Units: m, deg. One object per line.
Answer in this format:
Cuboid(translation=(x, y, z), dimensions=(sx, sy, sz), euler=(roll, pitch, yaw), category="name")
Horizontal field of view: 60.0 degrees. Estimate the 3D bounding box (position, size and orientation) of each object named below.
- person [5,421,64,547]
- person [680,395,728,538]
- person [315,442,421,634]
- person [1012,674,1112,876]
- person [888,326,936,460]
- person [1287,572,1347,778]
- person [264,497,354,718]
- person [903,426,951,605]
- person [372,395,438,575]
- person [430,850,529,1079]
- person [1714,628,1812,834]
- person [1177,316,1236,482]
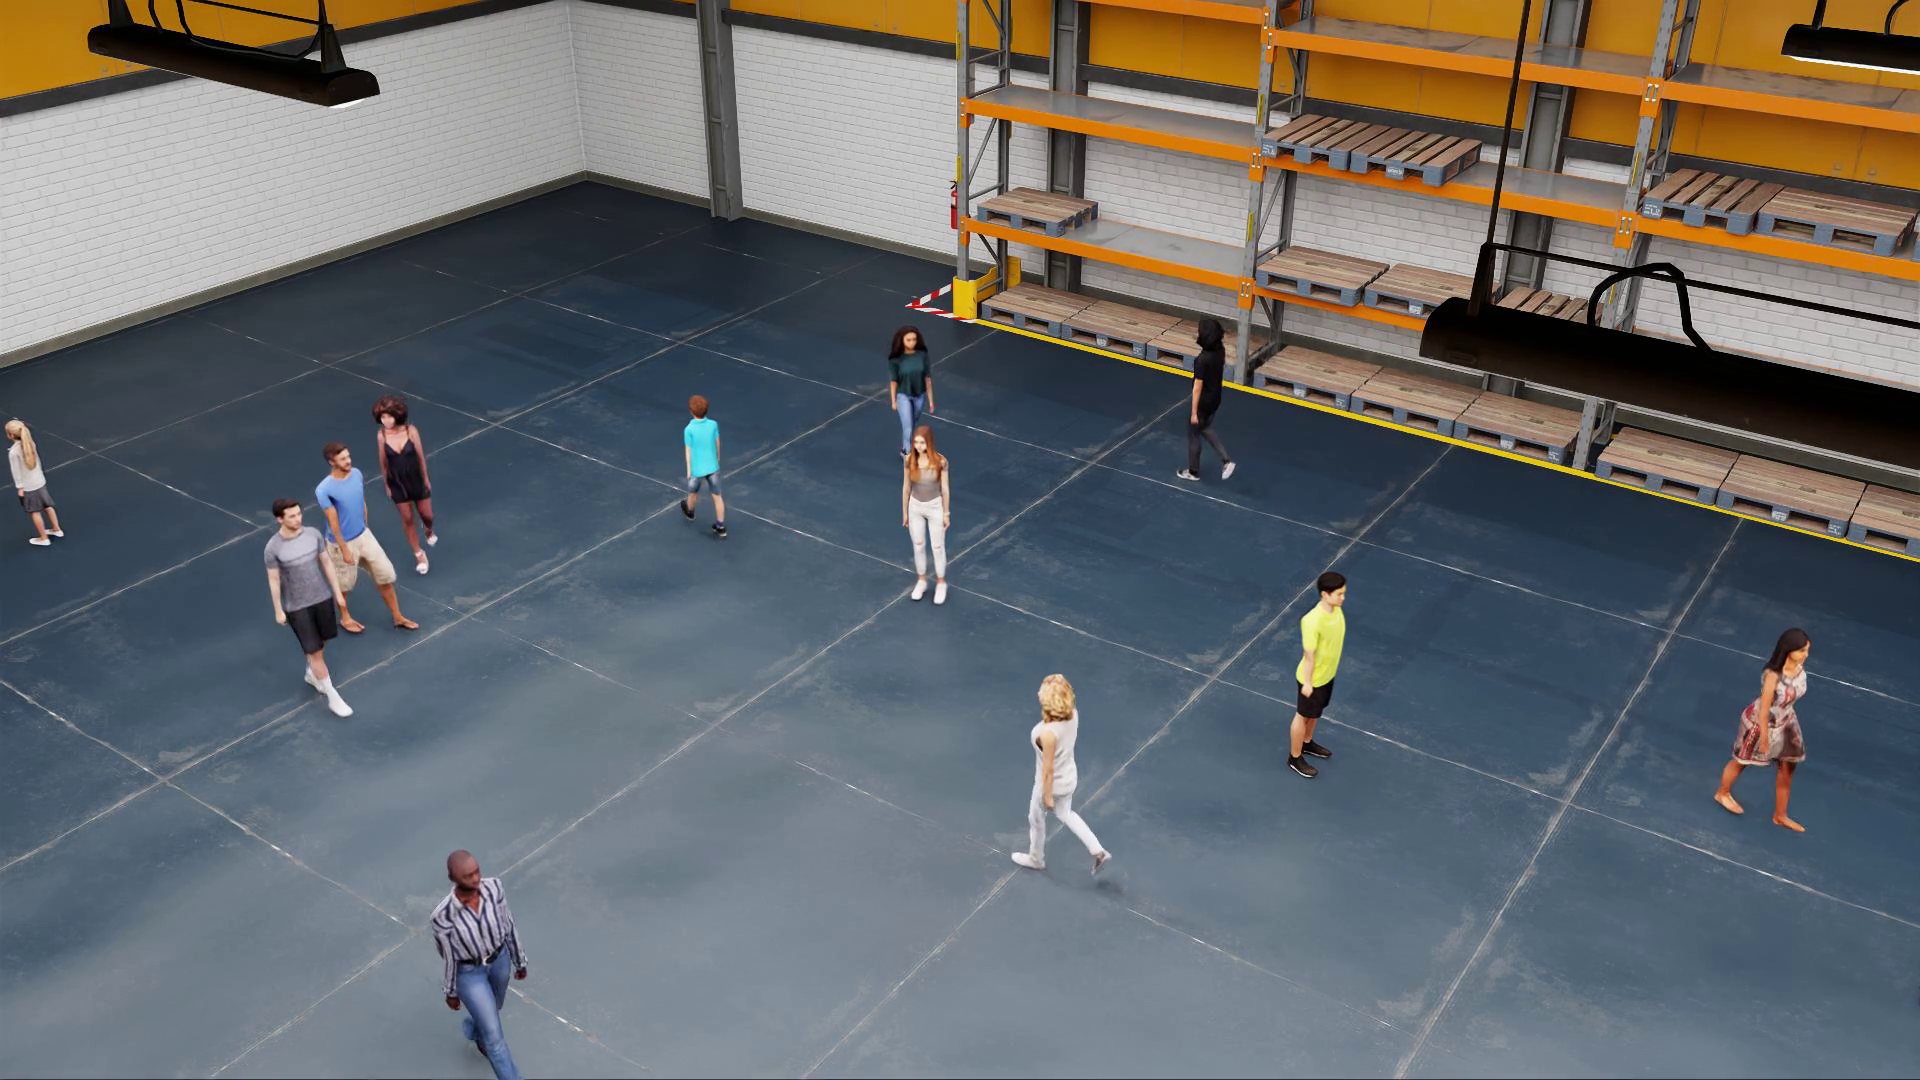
Cuboid(translation=(-8.932, -0.560, 15.988), dimensions=(0.621, 1.275, 0.582), euler=(4, 29, 8), category="person")
Cuboid(translation=(-2.442, -0.689, 16.076), dimensions=(0.779, 1.418, 0.995), euler=(-17, 33, -28), category="person")
Cuboid(translation=(-5.370, -0.025, 14.422), dimensions=(1.013, 1.835, 0.652), euler=(18, 33, 30), category="person")
Cuboid(translation=(0.733, 1.669, 11.512), dimensions=(0.942, 1.649, 0.598), euler=(16, 33, 27), category="person")
Cuboid(translation=(-0.538, -1.508, 17.404), dimensions=(0.934, 1.583, 1.088), euler=(-11, 31, -19), category="person")
Cuboid(translation=(2.727, 0.988, 12.699), dimensions=(0.506, 1.707, 0.607), euler=(18, 34, 30), category="person")
Cuboid(translation=(-5.334, 0.472, 13.498), dimensions=(1.013, 1.848, 0.715), euler=(22, 35, 34), category="person")
Cuboid(translation=(-0.292, -0.254, 14.967), dimensions=(0.583, 1.716, 0.719), euler=(6, 29, 12), category="person")
Cuboid(translation=(-5.127, -0.551, 15.446), dimensions=(0.787, 1.779, 0.865), euler=(-9, 30, -16), category="person")
Cuboid(translation=(-2.857, 2.530, 9.819), dimensions=(1.096, 1.757, 0.714), euler=(22, 35, 34), category="person")
Cuboid(translation=(5.847, 1.314, 12.189), dimensions=(0.857, 1.622, 1.009), euler=(-16, 33, -27), category="person")
Cuboid(translation=(2.570, -1.401, 16.957), dimensions=(0.914, 1.823, 0.719), euler=(24, 37, 37), category="person")
